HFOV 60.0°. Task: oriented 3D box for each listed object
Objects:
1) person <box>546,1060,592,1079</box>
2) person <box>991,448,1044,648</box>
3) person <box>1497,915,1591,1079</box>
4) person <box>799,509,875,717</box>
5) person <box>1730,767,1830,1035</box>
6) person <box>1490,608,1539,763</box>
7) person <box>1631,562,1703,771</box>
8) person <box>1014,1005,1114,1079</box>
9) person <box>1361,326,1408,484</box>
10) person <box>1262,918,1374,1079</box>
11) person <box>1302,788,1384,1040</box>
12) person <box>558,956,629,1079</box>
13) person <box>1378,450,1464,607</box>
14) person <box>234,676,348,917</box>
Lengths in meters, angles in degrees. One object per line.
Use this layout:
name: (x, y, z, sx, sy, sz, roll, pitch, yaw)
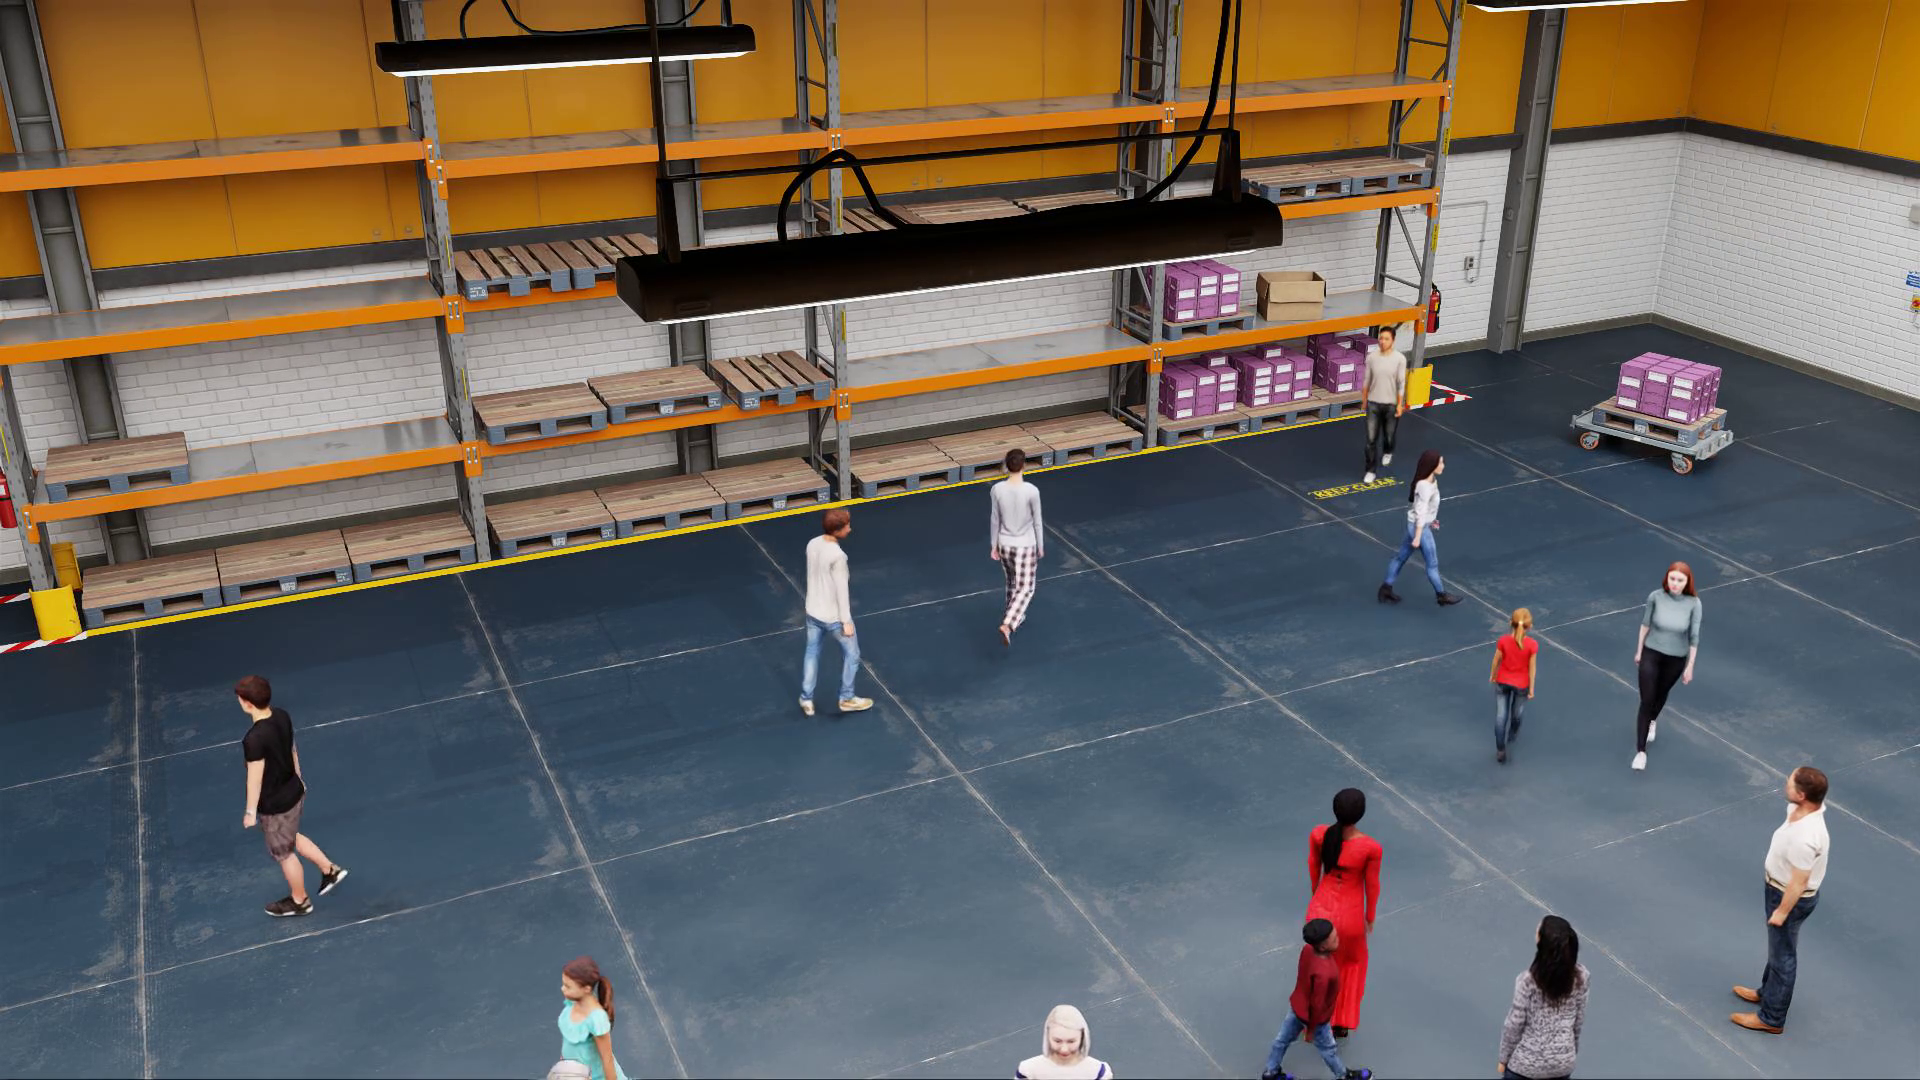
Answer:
person: (-1.976, 3.258, 8.090, 0.713, 1.718, 0.780, 17, 29, 34)
person: (0.503, 0.096, 15.198, 1.037, 1.818, 1.133, 10, 25, 21)
person: (3.178, 2.811, 9.100, 0.570, 1.728, 0.734, -3, 24, -6)
person: (-1.135, 0.638, 13.900, 0.919, 1.865, 0.899, 17, 29, 33)
person: (5.160, 2.218, 10.304, 0.815, 1.850, 0.722, 12, 26, 26)
person: (4.432, 1.185, 13.360, 0.782, 1.294, 0.842, 8, 25, 18)
person: (5.677, 0.960, 13.385, 1.058, 1.687, 1.196, 12, 26, 25)
person: (0.502, 3.091, 8.358, 0.597, 1.809, 0.778, -2, 24, -4)
person: (4.871, -1.584, 19.072, 1.046, 1.794, 1.117, 10, 25, 21)
person: (2.003, 2.776, 9.815, 0.931, 1.219, 0.678, -3, 24, -7)
person: (2.263, 2.344, 10.113, 0.792, 1.772, 0.853, 11, 26, 23)
person: (-1.931, 2.918, 9.119, 1.010, 1.517, 0.575, -12, 26, -25)
person: (4.307, -0.095, 15.924, 1.112, 1.587, 0.957, 3, 24, 7)
person: (-4.559, 1.766, 11.341, 0.916, 1.847, 0.819, 0, 24, 0)
